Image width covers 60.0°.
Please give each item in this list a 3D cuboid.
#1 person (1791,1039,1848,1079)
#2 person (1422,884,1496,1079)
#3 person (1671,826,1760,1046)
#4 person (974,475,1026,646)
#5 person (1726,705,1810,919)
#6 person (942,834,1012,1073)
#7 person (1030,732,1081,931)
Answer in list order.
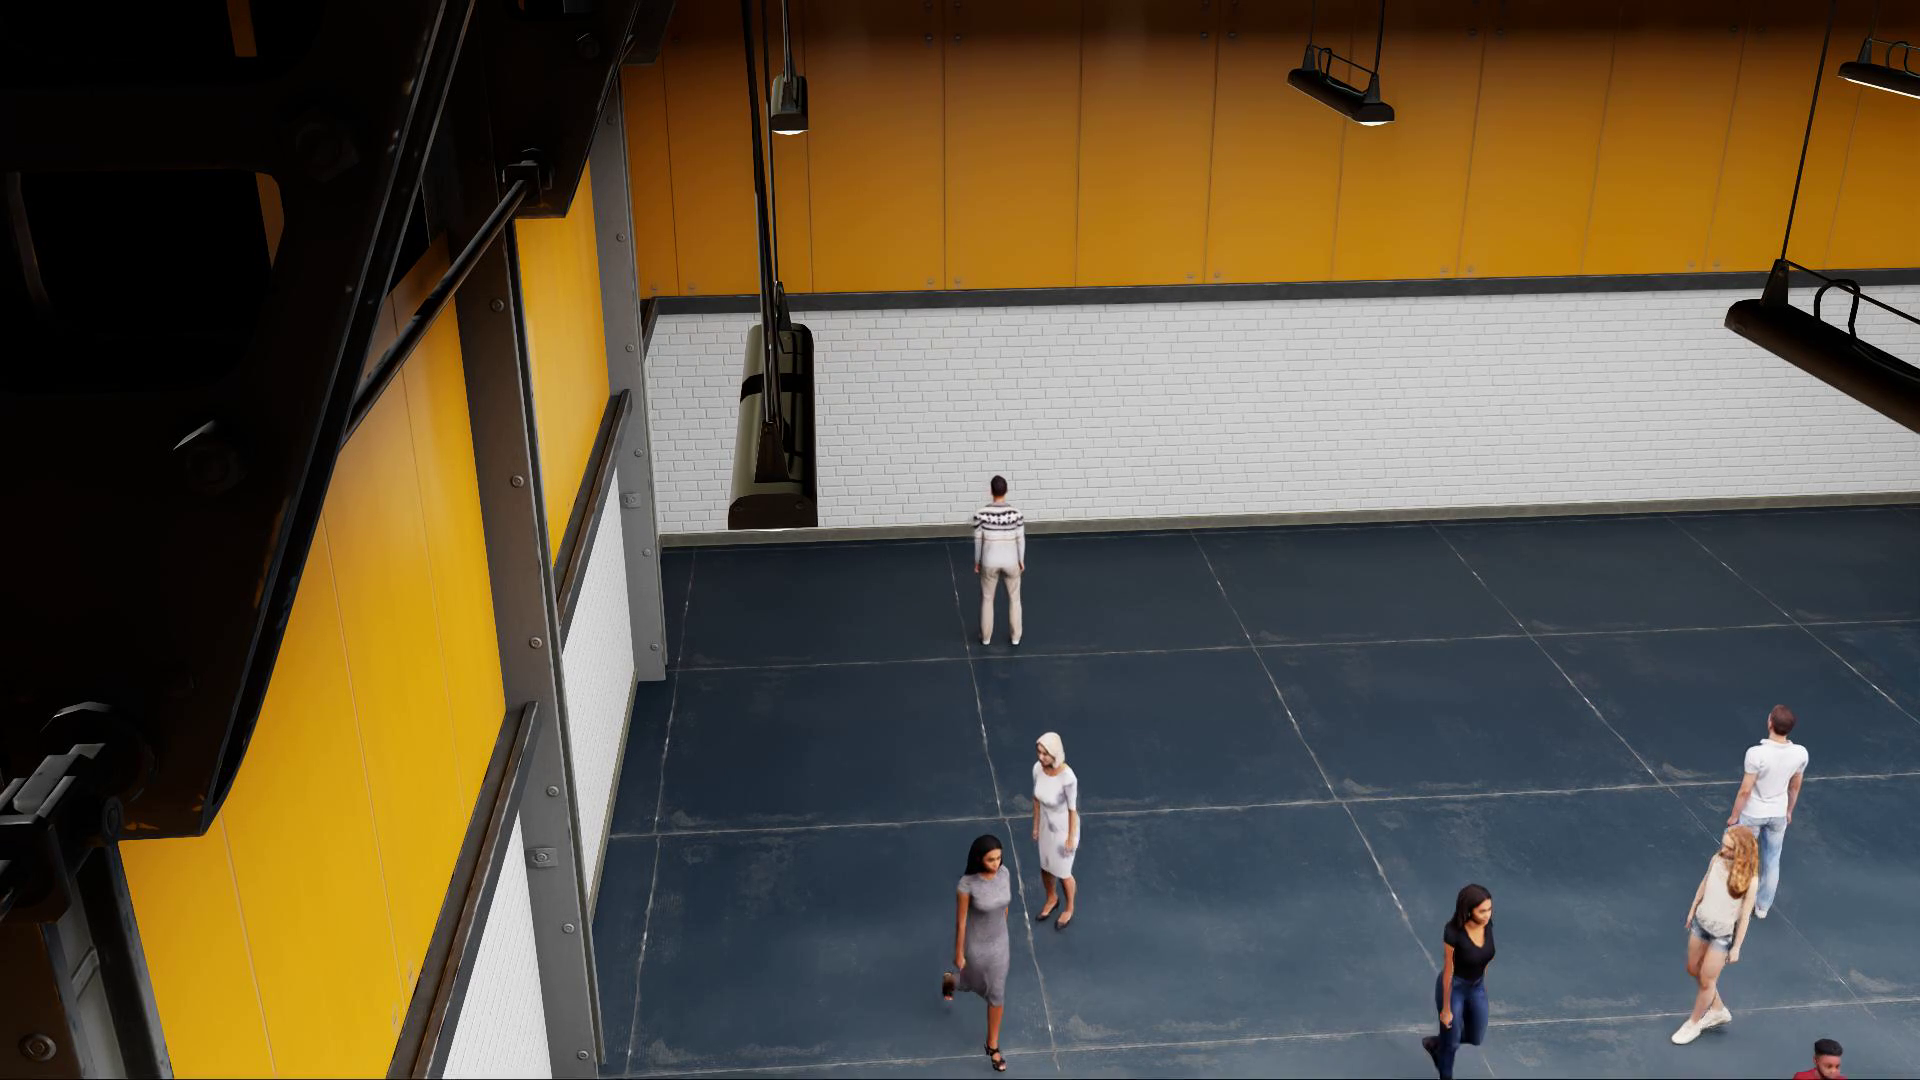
[{"bbox_3d":[5.236,3.576,10.310,0.545,1.249,0.531,3,24,6],"label":"person"},{"bbox_3d":[3.266,2.985,11.067,0.708,1.726,0.837,-11,26,-23],"label":"person"},{"bbox_3d":[5.306,2.742,11.592,0.755,1.752,0.729,-8,25,-17],"label":"person"},{"bbox_3d":[0.403,0.225,17.218,0.708,1.857,0.608,1,24,2],"label":"person"},{"bbox_3d":[6.224,2.122,12.886,0.642,1.851,0.522,-2,24,-5],"label":"person"},{"bbox_3d":[0.105,2.775,11.517,0.892,1.750,1.155,-12,26,-25],"label":"person"},{"bbox_3d":[0.761,2.224,12.801,0.675,1.732,0.741,21,31,39],"label":"person"}]
